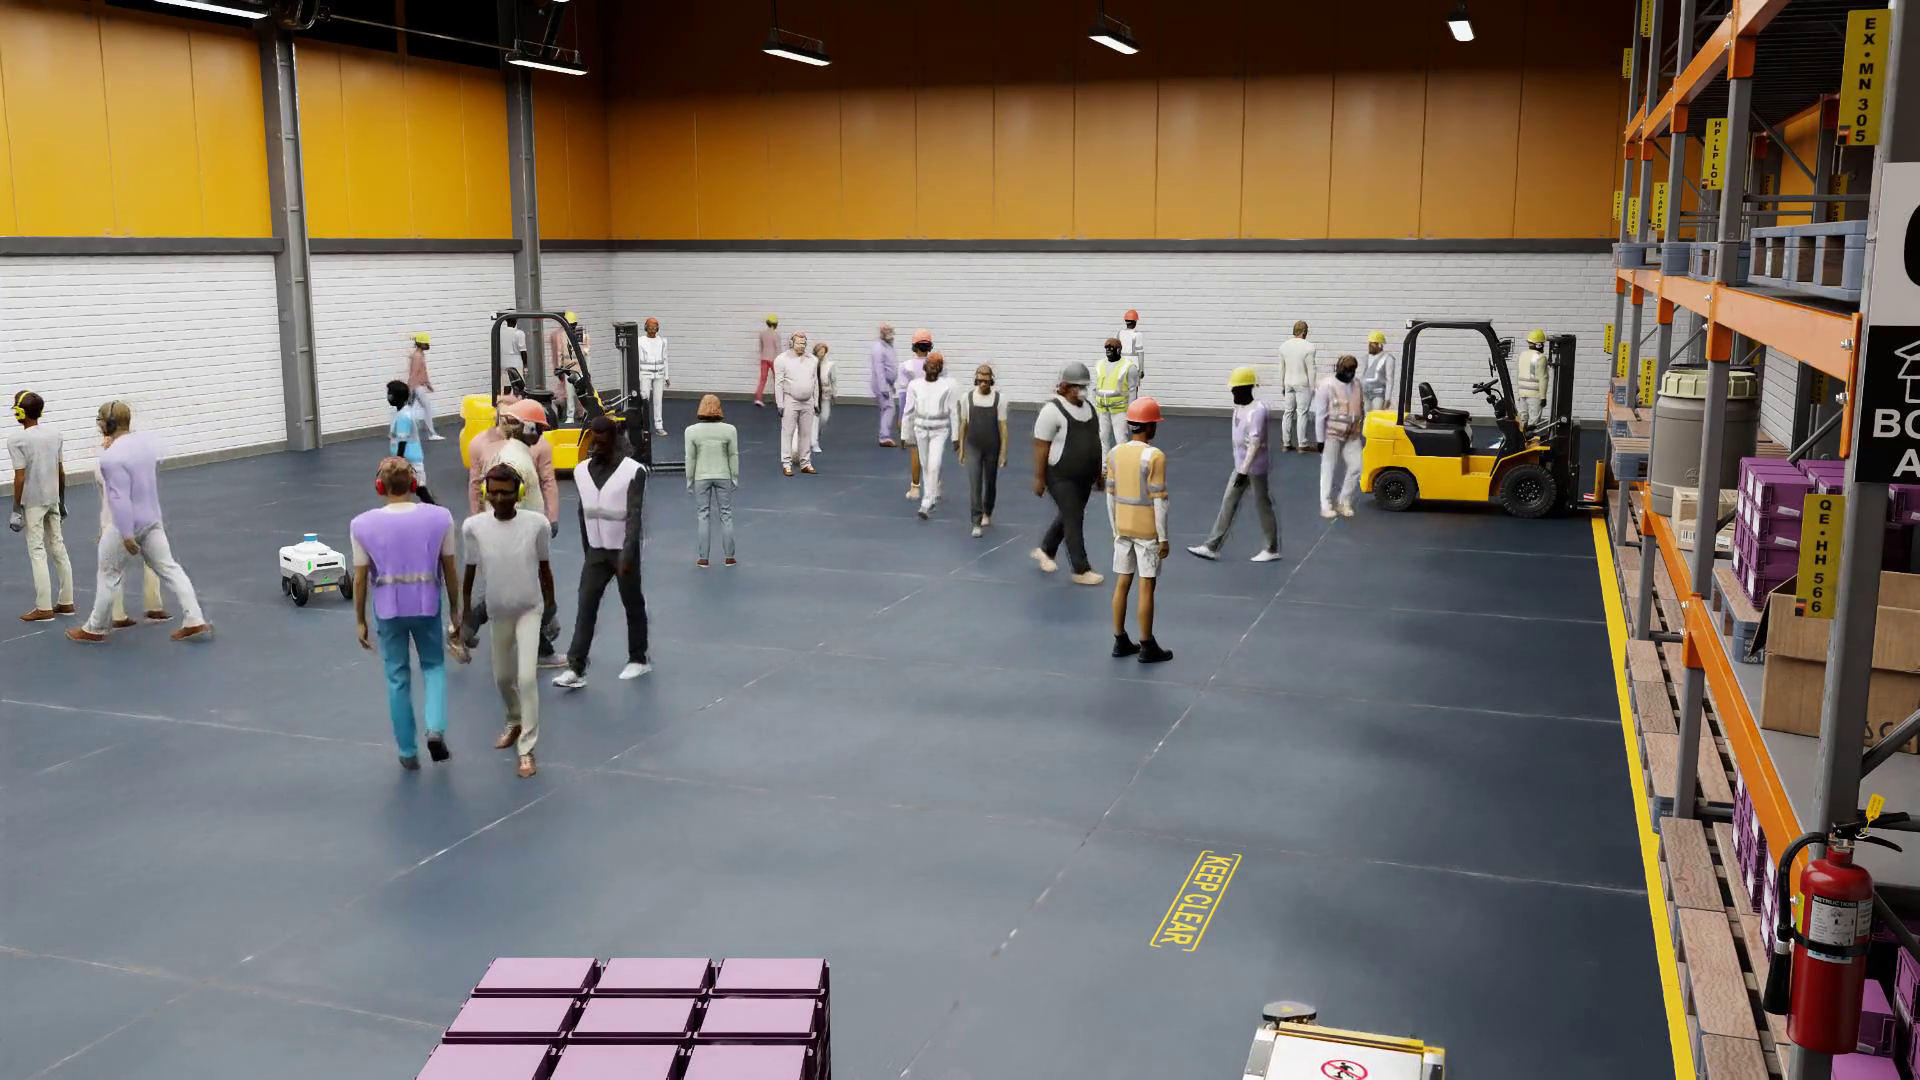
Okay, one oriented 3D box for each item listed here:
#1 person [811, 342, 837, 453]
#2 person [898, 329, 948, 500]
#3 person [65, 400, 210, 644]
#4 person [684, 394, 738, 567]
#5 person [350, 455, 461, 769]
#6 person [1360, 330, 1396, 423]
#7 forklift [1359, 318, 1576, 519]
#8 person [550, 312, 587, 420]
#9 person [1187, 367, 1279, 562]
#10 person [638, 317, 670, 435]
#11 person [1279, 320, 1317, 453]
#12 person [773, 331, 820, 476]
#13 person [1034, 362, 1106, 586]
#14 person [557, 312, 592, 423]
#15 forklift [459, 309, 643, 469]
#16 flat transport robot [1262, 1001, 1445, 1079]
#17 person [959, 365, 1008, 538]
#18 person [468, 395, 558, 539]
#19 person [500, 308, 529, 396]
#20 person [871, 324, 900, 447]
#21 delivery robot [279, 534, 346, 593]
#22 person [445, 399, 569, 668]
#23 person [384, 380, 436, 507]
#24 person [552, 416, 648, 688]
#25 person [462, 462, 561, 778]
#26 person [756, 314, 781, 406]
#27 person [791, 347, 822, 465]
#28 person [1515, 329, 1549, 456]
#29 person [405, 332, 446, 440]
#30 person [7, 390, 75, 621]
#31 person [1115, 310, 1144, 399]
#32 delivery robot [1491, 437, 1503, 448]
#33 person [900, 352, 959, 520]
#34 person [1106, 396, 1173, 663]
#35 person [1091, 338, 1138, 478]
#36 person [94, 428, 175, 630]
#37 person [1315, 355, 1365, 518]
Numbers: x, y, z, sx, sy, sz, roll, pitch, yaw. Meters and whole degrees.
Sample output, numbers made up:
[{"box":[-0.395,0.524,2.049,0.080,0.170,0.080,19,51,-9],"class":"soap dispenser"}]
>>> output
[{"box":[-2.106,-2.115,24.525,0.536,1.612,0.587,-4,11,-22],"class":"person"},{"box":[-0.449,-1.492,19.821,0.615,2.039,0.391,-3,11,-18],"class":"person"},{"box":[-6.255,-0.124,12.605,1.061,1.888,0.644,1,10,5],"class":"person"},{"box":[-2.340,-0.554,15.687,0.501,1.633,0.282,-2,10,-11],"class":"person"},{"box":[-3.183,0.429,9.576,0.584,1.833,0.433,-5,11,-24],"class":"person"},{"box":[5.954,-2.104,23.882,0.404,1.834,0.604,-6,12,-30],"class":"person"},{"box":[5.787,-1.437,19.079,2.313,2.155,1.214,3,11,19],"class":"forklift"},{"box":[-6.736,-2.980,28.664,0.659,1.879,0.654,1,10,8],"class":"person"},{"box":[2.648,-0.693,15.803,0.982,1.873,0.592,-4,11,-20],"class":"person"},{"box":[-4.894,-2.590,26.437,0.573,1.887,0.355,-7,12,-33],"class":"person"},{"box":[4.940,-2.236,24.306,0.372,1.938,0.627,-9,14,-43],"class":"person"},{"box":[-2.130,-1.799,21.947,0.639,1.903,0.409,-7,12,-33],"class":"person"},{"box":[0.967,-0.652,15.092,0.677,2.000,0.975,-10,14,-43],"class":"person"},{"box":[-6.491,-2.881,28.003,0.588,1.917,0.410,1,10,8],"class":"person"},{"box":[-5.354,-1.902,21.697,2.313,2.155,1.214,-2,10,-13],"class":"forklift"},{"box":[1.245,1.939,5.482,0.652,0.197,1.431,3,11,17],"class":"flat transport robot"},{"box":[0.250,-0.971,17.607,0.520,1.798,0.972,0,10,2],"class":"person"},{"box":[-3.470,-0.186,12.948,0.669,1.869,0.824,-3,10,-16],"class":"person"},{"box":[-7.589,-2.952,28.255,0.607,1.965,0.367,4,11,21],"class":"person"},{"box":[-1.105,-2.304,24.918,0.428,1.870,0.655,3,10,15],"class":"person"},{"box":[-5.561,0.189,14.274,0.477,0.478,0.707,-9,13,-41],"class":"delivery robot"},{"box":[-3.214,-0.020,11.785,0.803,1.955,0.627,-4,11,-21],"class":"person"},{"box":[-5.773,-0.817,17.097,0.891,1.644,0.538,-4,11,-19],"class":"person"},{"box":[-2.442,0.100,11.363,0.582,1.869,0.937,4,11,20],"class":"person"},{"box":[-2.622,0.415,9.732,0.548,1.826,0.828,-1,10,-6],"class":"person"},{"box":[-3.580,-3.383,31.368,0.539,1.757,0.681,5,11,27],"class":"person"},{"box":[-2.228,-1.944,23.048,0.636,1.811,0.903,-2,10,-10],"class":"person"},{"box":[8.179,-2.082,23.727,0.403,1.835,0.586,-3,11,-19],"class":"person"},{"box":[-8.478,-2.378,25.800,0.843,1.698,0.555,-3,10,-16],"class":"person"},{"box":[-7.455,-0.277,13.451,0.328,1.877,0.509,3,11,18],"class":"person"},{"box":[2.894,-2.936,28.246,0.544,1.939,0.354,7,12,36],"class":"person"},{"box":[7.005,-1.081,21.426,0.707,0.478,0.477,-8,13,-39],"class":"delivery robot"},{"box":[-0.371,-1.146,18.424,0.625,1.832,0.951,3,11,17],"class":"person"},{"box":[1.318,-0.076,12.136,0.363,1.939,0.542,-9,13,-41],"class":"person"},{"box":[1.962,-1.680,21.445,0.633,1.843,0.429,6,12,32],"class":"person"},{"box":[-6.599,-0.111,13.264,0.495,1.610,0.613,2,10,13],"class":"person"},{"box":[4.236,-1.133,18.425,0.663,1.818,0.559,-4,11,-22],"class":"person"}]
